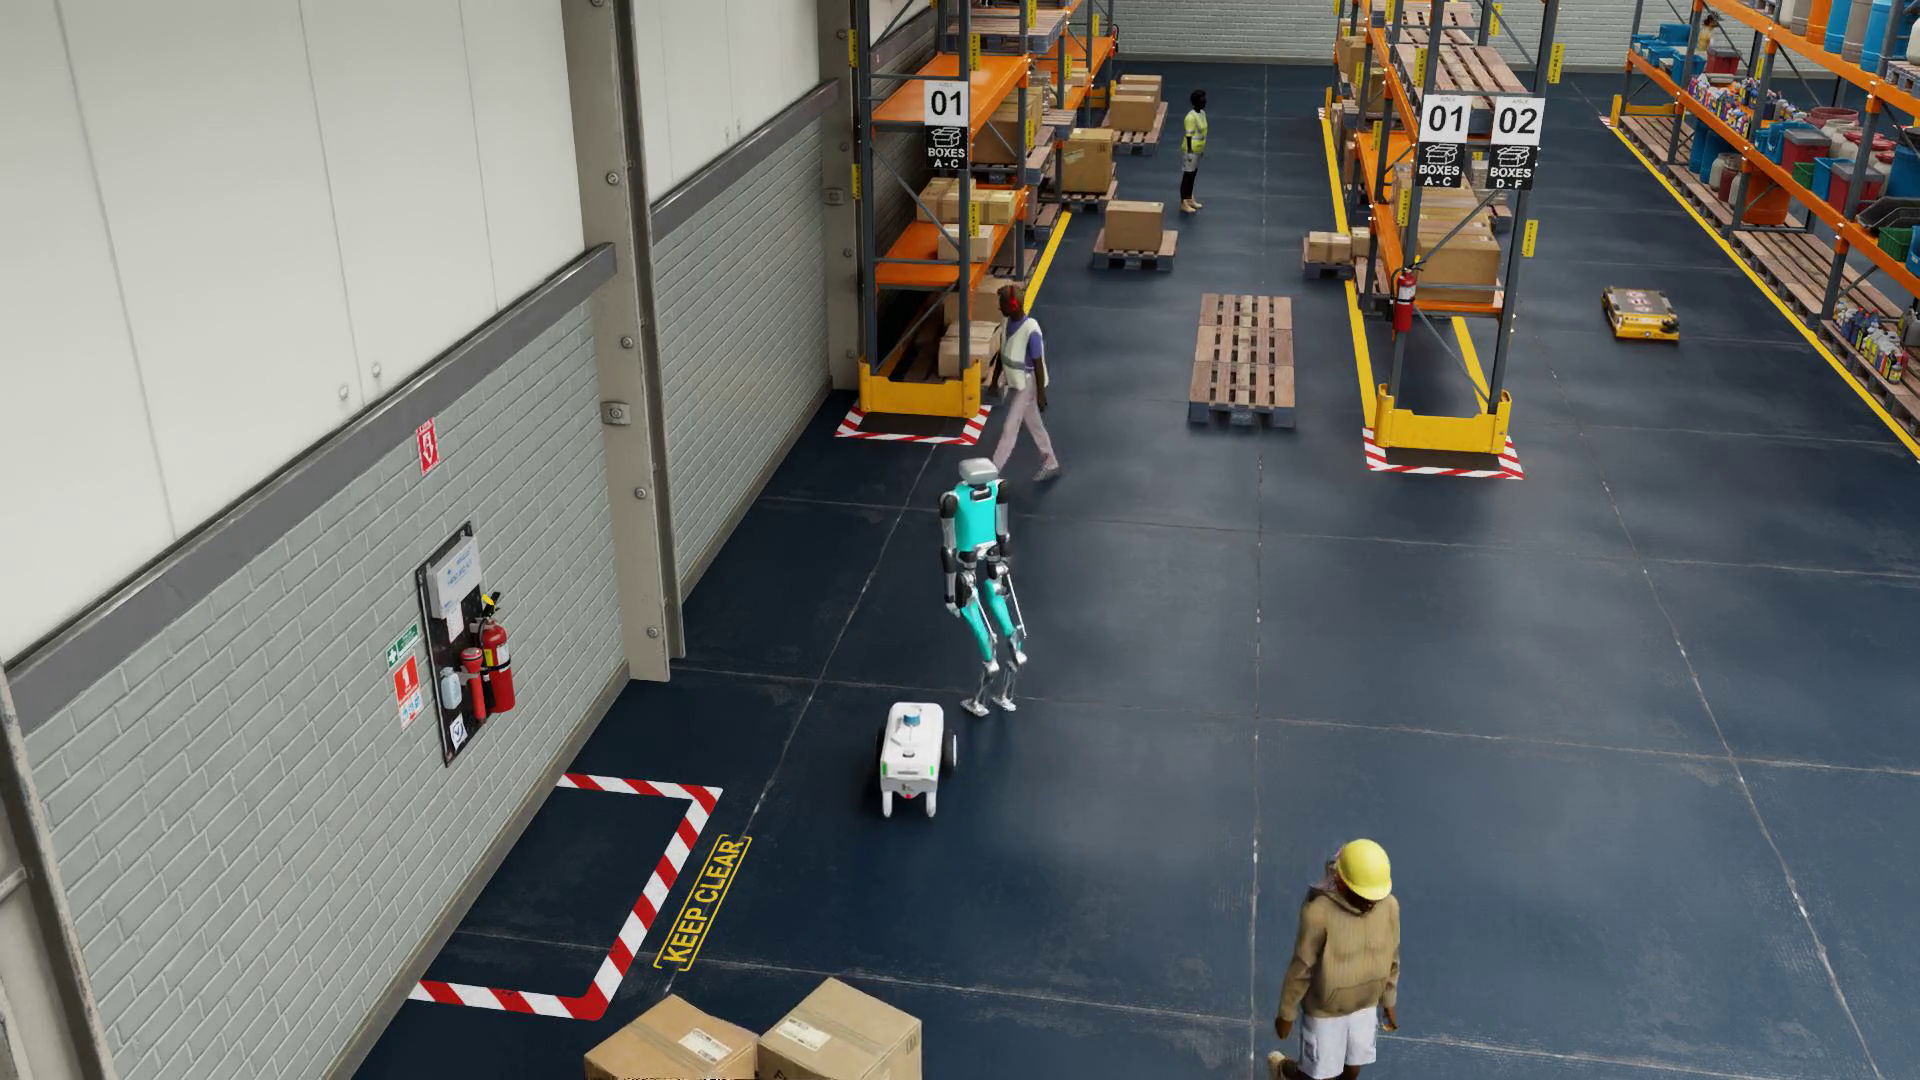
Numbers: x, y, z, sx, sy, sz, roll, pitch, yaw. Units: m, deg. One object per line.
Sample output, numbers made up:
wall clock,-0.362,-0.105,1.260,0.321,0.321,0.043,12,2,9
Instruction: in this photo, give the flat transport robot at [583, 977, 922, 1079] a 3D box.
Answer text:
flat transport robot,-0.933,2.836,7.288,0.659,0.231,1.431,14,28,27

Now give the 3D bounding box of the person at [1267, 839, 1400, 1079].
person,1.632,2.005,7.320,0.549,1.740,0.524,-8,26,-17

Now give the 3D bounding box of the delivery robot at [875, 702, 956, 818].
delivery robot,-0.290,1.306,10.216,0.499,0.587,0.788,1,25,3

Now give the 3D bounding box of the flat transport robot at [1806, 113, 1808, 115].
flat transport robot,12.881,-5.992,26.182,0.659,0.231,1.431,20,32,37

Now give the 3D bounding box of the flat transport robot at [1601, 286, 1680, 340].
flat transport robot,7.709,-2.578,18.874,0.659,0.231,1.431,6,26,12

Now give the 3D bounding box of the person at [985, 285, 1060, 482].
person,0.461,-1.318,14.378,0.983,1.776,0.586,-10,27,-21

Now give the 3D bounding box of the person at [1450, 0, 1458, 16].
person,9.304,-9.393,31.692,0.313,1.769,0.523,-13,28,-26

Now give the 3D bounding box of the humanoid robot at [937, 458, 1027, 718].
humanoid robot,0.217,0.360,10.803,0.531,1.747,0.704,-16,30,-31

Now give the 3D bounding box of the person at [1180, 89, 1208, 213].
person,3.292,-5.474,23.384,0.322,1.697,0.532,13,28,25

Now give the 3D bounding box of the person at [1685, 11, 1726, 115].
person,13.360,-8.483,29.671,0.920,1.820,0.522,10,27,21
